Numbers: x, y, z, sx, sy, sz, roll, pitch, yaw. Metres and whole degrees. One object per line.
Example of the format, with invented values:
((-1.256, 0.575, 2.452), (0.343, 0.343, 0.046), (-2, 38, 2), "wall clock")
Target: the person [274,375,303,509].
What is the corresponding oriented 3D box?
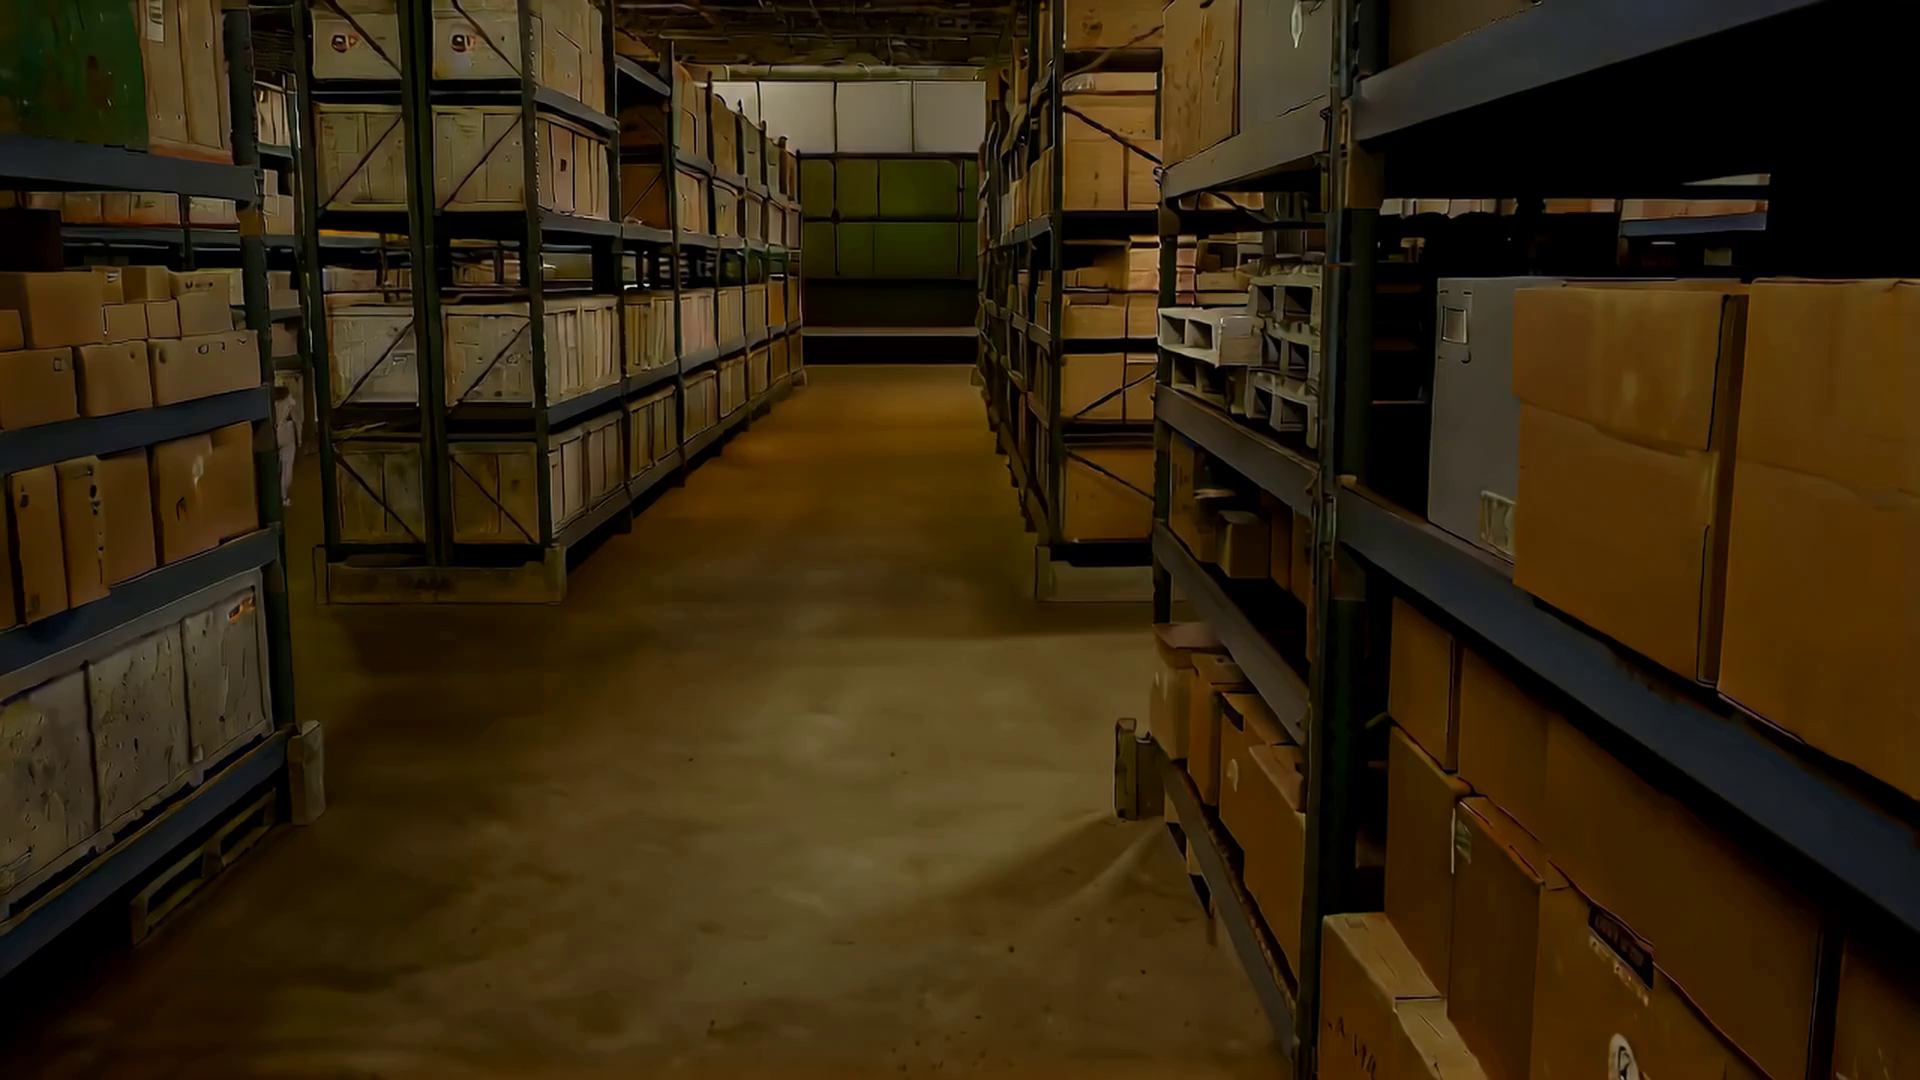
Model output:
((-8.582, -1.229, 20.976), (0.506, 1.693, 0.904), (-2, 10, -15), "person")
